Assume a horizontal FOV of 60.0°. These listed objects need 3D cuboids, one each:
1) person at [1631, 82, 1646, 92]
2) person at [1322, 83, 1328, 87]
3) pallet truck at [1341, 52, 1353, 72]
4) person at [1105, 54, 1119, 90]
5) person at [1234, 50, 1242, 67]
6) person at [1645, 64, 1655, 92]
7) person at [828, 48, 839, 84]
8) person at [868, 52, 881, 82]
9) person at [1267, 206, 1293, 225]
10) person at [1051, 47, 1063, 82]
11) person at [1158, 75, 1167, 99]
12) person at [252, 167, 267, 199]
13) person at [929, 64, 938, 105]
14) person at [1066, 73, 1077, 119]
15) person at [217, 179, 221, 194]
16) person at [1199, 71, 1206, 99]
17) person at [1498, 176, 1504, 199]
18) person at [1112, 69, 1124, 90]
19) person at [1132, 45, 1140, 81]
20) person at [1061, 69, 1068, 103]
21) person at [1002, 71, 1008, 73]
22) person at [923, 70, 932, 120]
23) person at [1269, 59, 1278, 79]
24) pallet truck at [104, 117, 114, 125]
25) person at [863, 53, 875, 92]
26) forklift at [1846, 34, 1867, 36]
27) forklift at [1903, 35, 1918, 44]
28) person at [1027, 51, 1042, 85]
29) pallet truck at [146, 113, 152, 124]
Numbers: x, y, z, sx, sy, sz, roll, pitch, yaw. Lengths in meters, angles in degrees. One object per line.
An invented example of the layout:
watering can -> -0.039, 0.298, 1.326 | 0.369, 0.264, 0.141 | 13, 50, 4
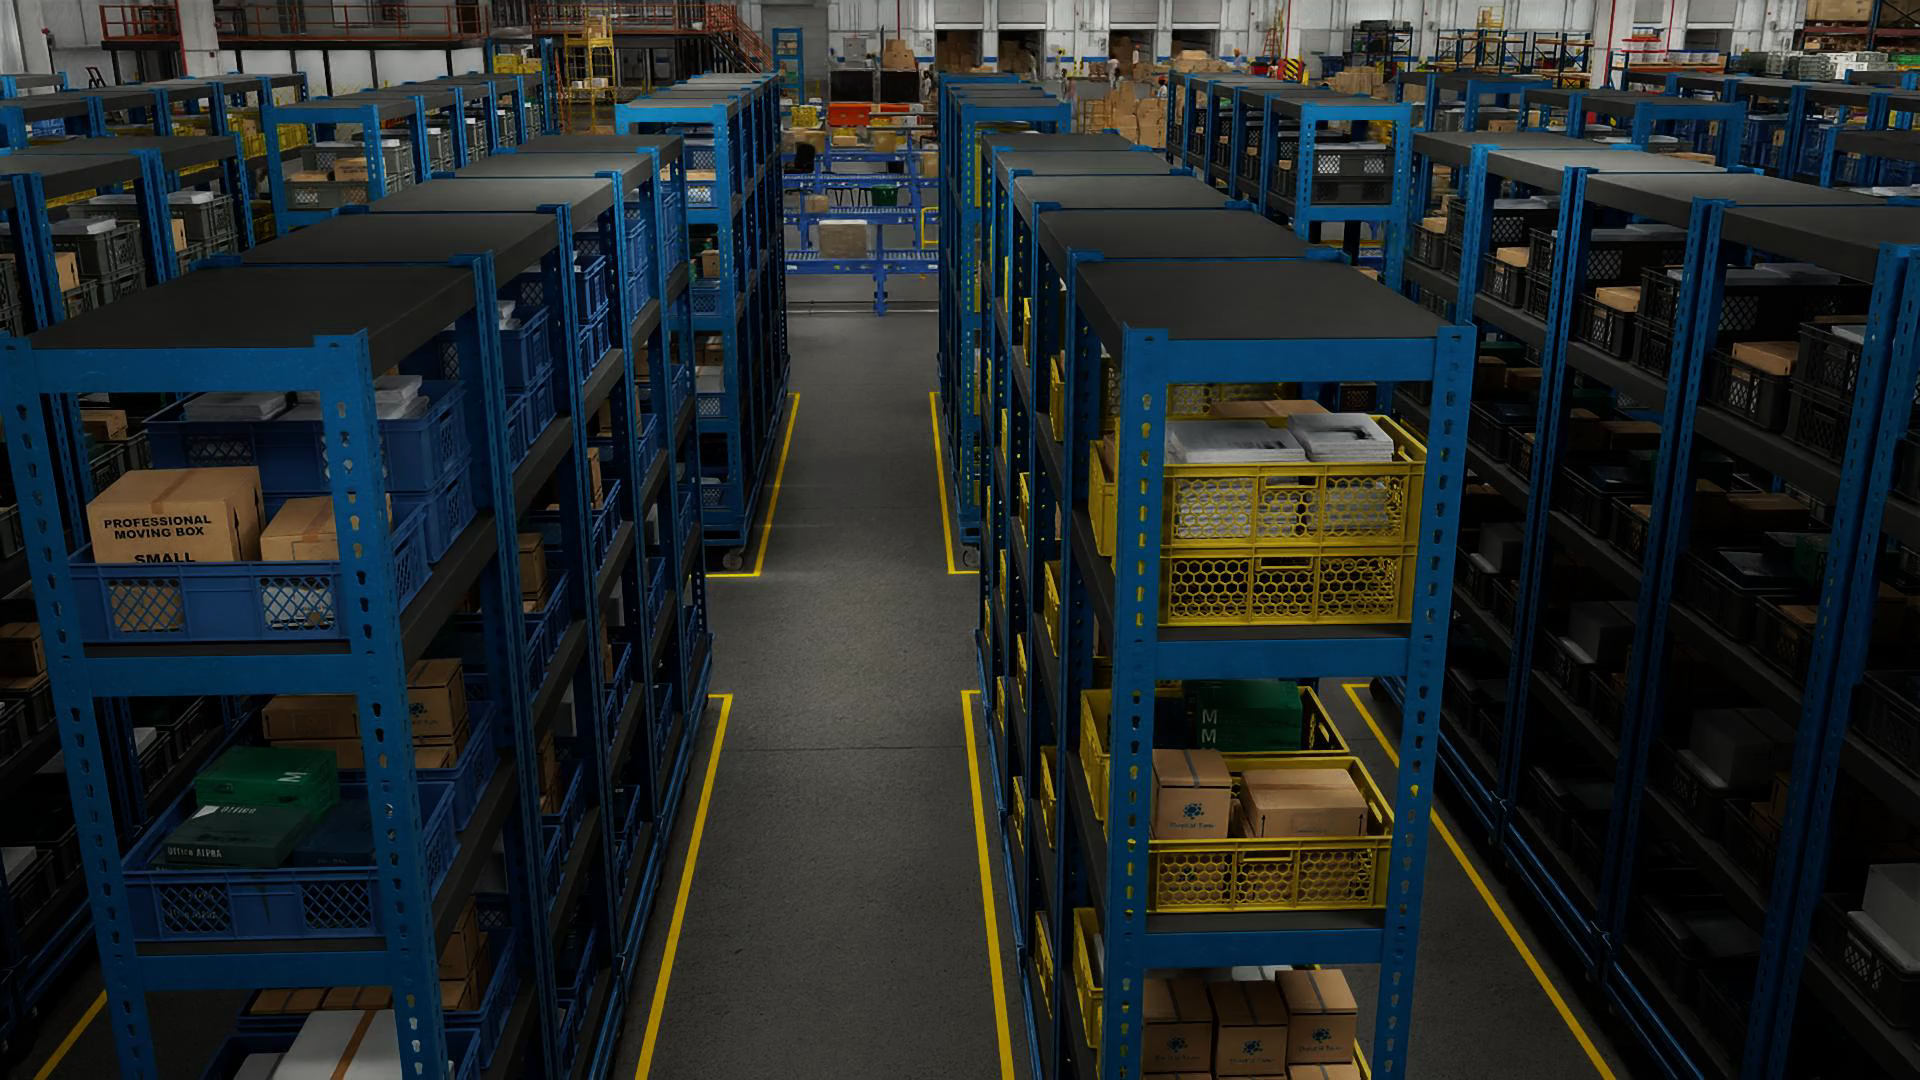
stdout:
person -> 23.822, -15.443, 58.395 | 0.535, 2.000, 0.743 | 4, 18, 13
person -> 12.345, -14.665, 56.540 | 0.537, 1.695, 0.320 | 13, 22, 34
pallet truck -> 18.794, -23.123, 82.231 | 0.823, 1.965, 1.885 | -13, 22, -35
person -> 7.730, -23.703, 84.362 | 0.628, 1.797, 0.952 | -7, 19, -22
person -> 14.811, -25.168, 88.753 | 1.012, 1.882, 0.563 | -16, 24, -41
person -> 30.717, -20.407, 74.011 | 0.573, 1.883, 0.355 | -8, 20, -24
person -> -6.965, -25.982, 91.182 | 0.614, 1.932, 0.483 | 16, 24, 40
person -> -4.802, -26.639, 93.621 | 0.927, 1.681, 0.499 | -6, 19, -19
person -> 4.054, -3.543, 21.757 | 0.623, 1.935, 0.436 | 6, 19, 18
person -> 5.487, -26.782, 93.699 | 0.616, 1.904, 0.614 | 7, 19, 20
person -> 6.912, -14.969, 57.094 | 0.357, 1.938, 0.542 | -2, 18, -5
person -> -15.985, -8.748, 37.699 | 0.462, 2.026, 0.650 | 16, 24, 41
person -> -1.236, -19.454, 71.205 | 0.942, 1.787, 0.507 | -16, 24, -40
person -> 4.157, -16.990, 63.666 | 0.807, 1.728, 0.548 | -4, 18, -13
person -> -16.050, -8.249, 36.349 | 0.408, 1.906, 0.652 | 12, 22, 33
person -> 8.746, -16.124, 60.695 | 0.544, 1.917, 0.583 | -1, 18, -4
person -> 8.811, -5.311, 27.550 | 0.889, 1.725, 0.536 | -4, 18, -11
person -> 6.075, -17.287, 64.391 | 1.017, 1.861, 0.614 | -7, 19, -21
person -> 10.074, -27.248, 94.999 | 0.397, 1.992, 0.622 | -6, 19, -19
person -> 4.027, -17.234, 64.249 | 0.445, 1.874, 0.577 | -3, 18, -9
person -> 1.648, -16.404, 61.560 | 0.988, 1.916, 0.611 | 14, 23, 38
person -> -1.236, -16.860, 63.066 | 0.329, 1.865, 0.518 | -3, 18, -9
person -> 15.157, -22.386, 80.452 | 0.533, 1.690, 0.321 | -14, 23, -37
pallet truck -> -18.367, -7.885, 35.078 | 1.885, 1.965, 0.823 | 1, 18, 2
person -> -4.551, -23.432, 83.370 | 0.584, 1.882, 0.337 | 0, 18, 1
forklift -> 44.079, -23.555, 82.154 | 1.129, 2.768, 1.873 | -1, 18, -3
forklift -> 49.831, -25.277, 87.485 | 1.129, 2.768, 1.873 | -10, 20, -27
person -> 3.990, -25.616, 90.281 | 0.978, 1.788, 0.657 | 4, 18, 11
pallet truck -> -18.087, -8.309, 36.390 | 1.885, 1.965, 0.823 | -1, 18, -4
